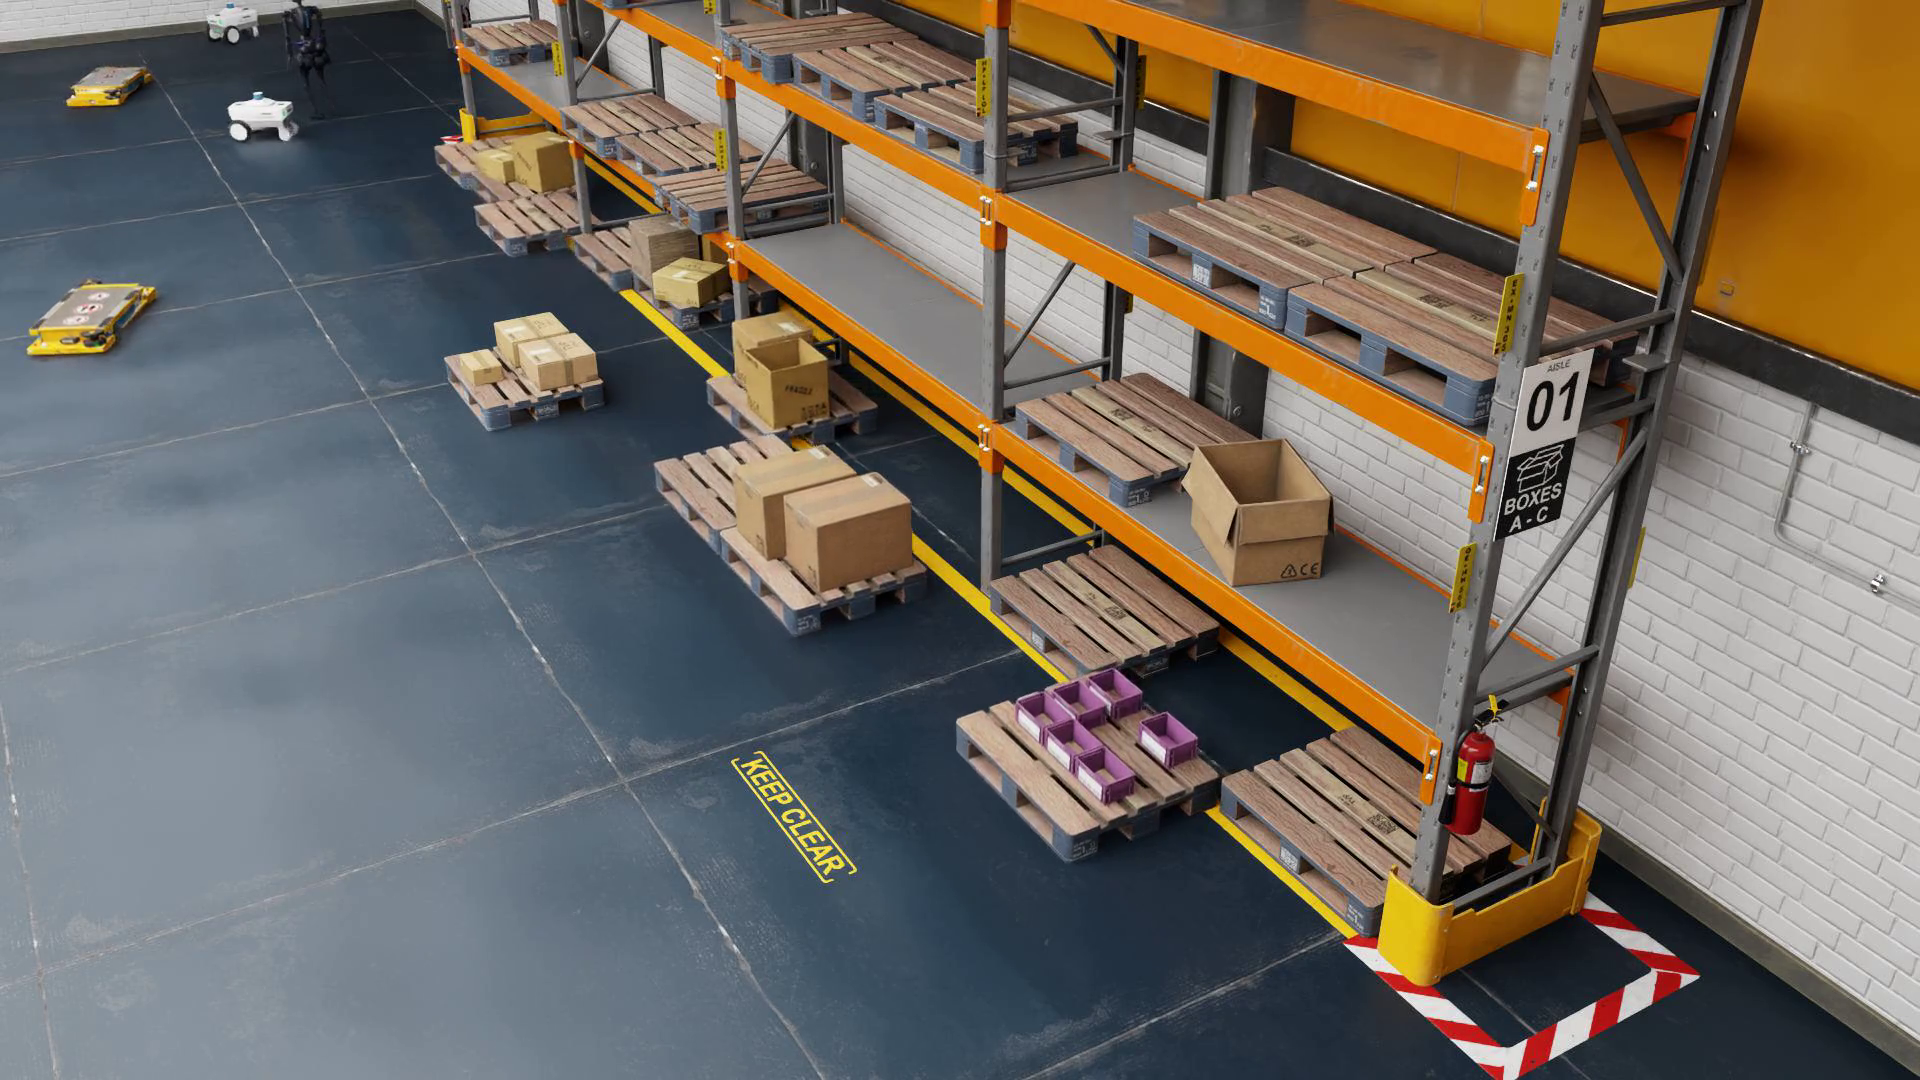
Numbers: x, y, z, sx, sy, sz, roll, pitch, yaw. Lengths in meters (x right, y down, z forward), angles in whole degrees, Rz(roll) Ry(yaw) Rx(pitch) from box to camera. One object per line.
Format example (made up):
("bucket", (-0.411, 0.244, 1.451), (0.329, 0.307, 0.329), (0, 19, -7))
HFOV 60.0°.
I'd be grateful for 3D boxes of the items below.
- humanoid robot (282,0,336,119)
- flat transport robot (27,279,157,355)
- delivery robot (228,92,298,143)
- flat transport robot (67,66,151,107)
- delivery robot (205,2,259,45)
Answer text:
("humanoid robot", (-8.293, -6.187, 21.129), (0.330, 1.658, 0.589), (23, 37, 35))
("flat transport robot", (-7.952, -2.055, 15.260), (0.659, 0.231, 1.431), (-3, 30, -5))
("delivery robot", (-8.640, -5.235, 20.577), (0.789, 0.587, 0.499), (-1, 30, -1))
("flat transport robot", (-11.481, -6.129, 22.452), (0.659, 0.231, 1.431), (-3, 30, -6))
("delivery robot", (-10.992, -7.795, 25.117), (0.522, 0.609, 0.780), (16, 33, 26))
